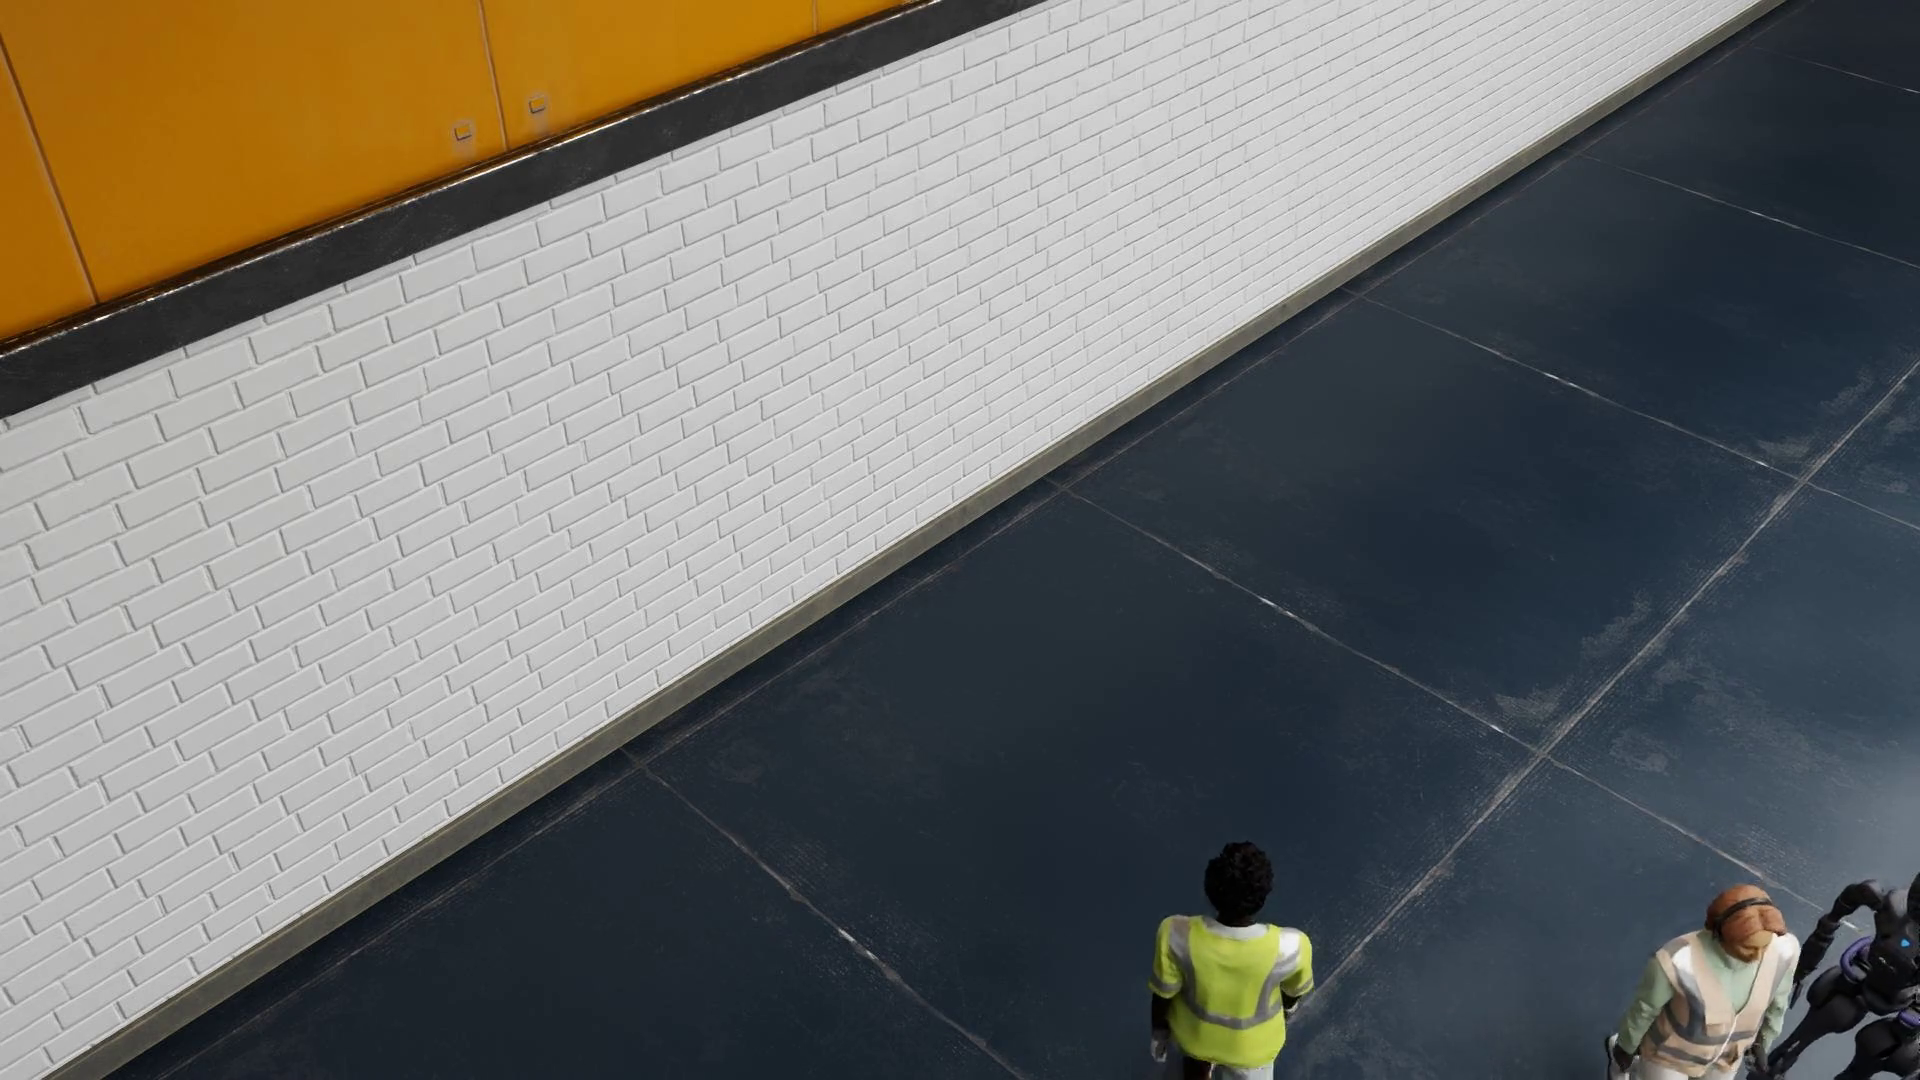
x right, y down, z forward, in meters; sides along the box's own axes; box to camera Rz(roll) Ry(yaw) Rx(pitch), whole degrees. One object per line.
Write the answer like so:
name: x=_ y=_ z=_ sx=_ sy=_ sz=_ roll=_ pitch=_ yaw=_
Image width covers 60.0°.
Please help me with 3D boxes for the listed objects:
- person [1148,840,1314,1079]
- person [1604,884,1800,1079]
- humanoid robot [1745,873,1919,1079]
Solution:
person: x=0.904 y=1.677 z=5.714 sx=0.528 sy=1.651 sz=0.914 roll=13 pitch=40 yaw=15
person: x=2.489 y=1.687 z=5.721 sx=0.521 sy=1.614 sz=0.626 roll=-7 pitch=39 yaw=-9
humanoid robot: x=3.127 y=1.650 z=5.756 sx=0.621 sy=1.632 sz=0.611 roll=-23 pitch=44 yaw=-26
